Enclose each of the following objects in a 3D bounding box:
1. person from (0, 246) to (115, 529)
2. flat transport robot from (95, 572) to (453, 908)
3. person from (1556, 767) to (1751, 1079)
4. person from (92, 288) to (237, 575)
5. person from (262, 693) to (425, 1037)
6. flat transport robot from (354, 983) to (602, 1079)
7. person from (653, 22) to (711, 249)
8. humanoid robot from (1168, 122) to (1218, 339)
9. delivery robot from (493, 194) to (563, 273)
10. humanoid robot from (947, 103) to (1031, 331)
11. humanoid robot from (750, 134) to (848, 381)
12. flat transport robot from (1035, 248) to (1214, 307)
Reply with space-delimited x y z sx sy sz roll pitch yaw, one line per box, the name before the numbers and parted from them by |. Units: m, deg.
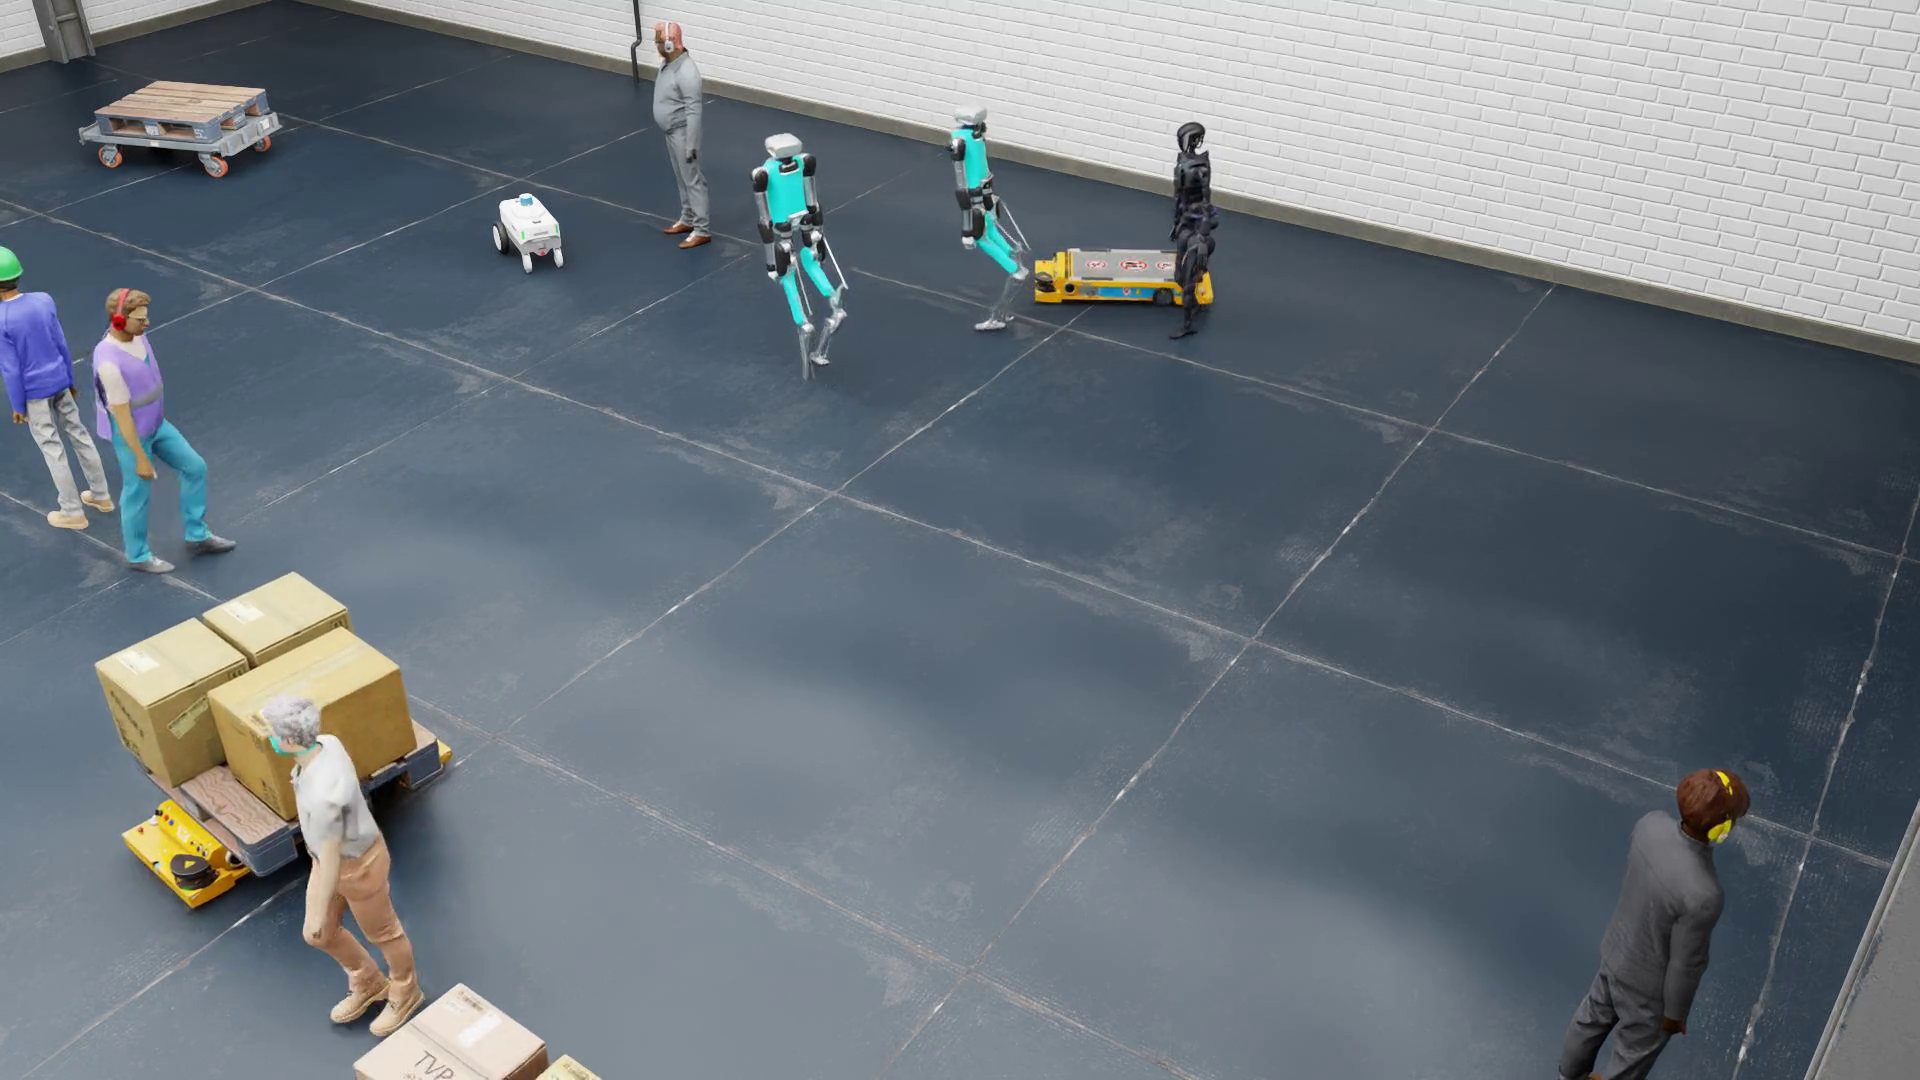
person | -5.648 -0.931 10.224 0.340 1.875 0.461 14 35 20
flat transport robot | -3.345 1.244 8.320 0.659 0.231 1.431 25 40 33
person | 2.599 1.607 6.284 0.354 1.866 0.489 -5 33 -7
person | -4.774 -0.635 9.822 0.738 1.800 0.710 -3 33 -5
person | -2.554 1.364 6.795 0.484 1.720 0.427 -27 41 -35
flat transport robot | -1.769 2.611 6.193 0.659 0.231 1.431 22 39 30
person | -2.372 -3.422 14.072 0.403 1.905 0.642 -14 35 -20
humanoid robot | 1.807 -2.359 12.629 0.436 1.646 0.615 -10 34 -15
delivery robot | -3.641 -2.642 14.091 0.499 0.581 0.774 -16 36 -23
humanoid robot | 0.286 -2.400 12.636 0.742 1.778 0.530 12 35 18
humanoid robot | -1.085 -1.939 12.016 0.543 1.902 0.727 -25 41 -34
flat transport robot | 1.331 -2.146 13.595 1.431 0.231 0.659 1 33 2
